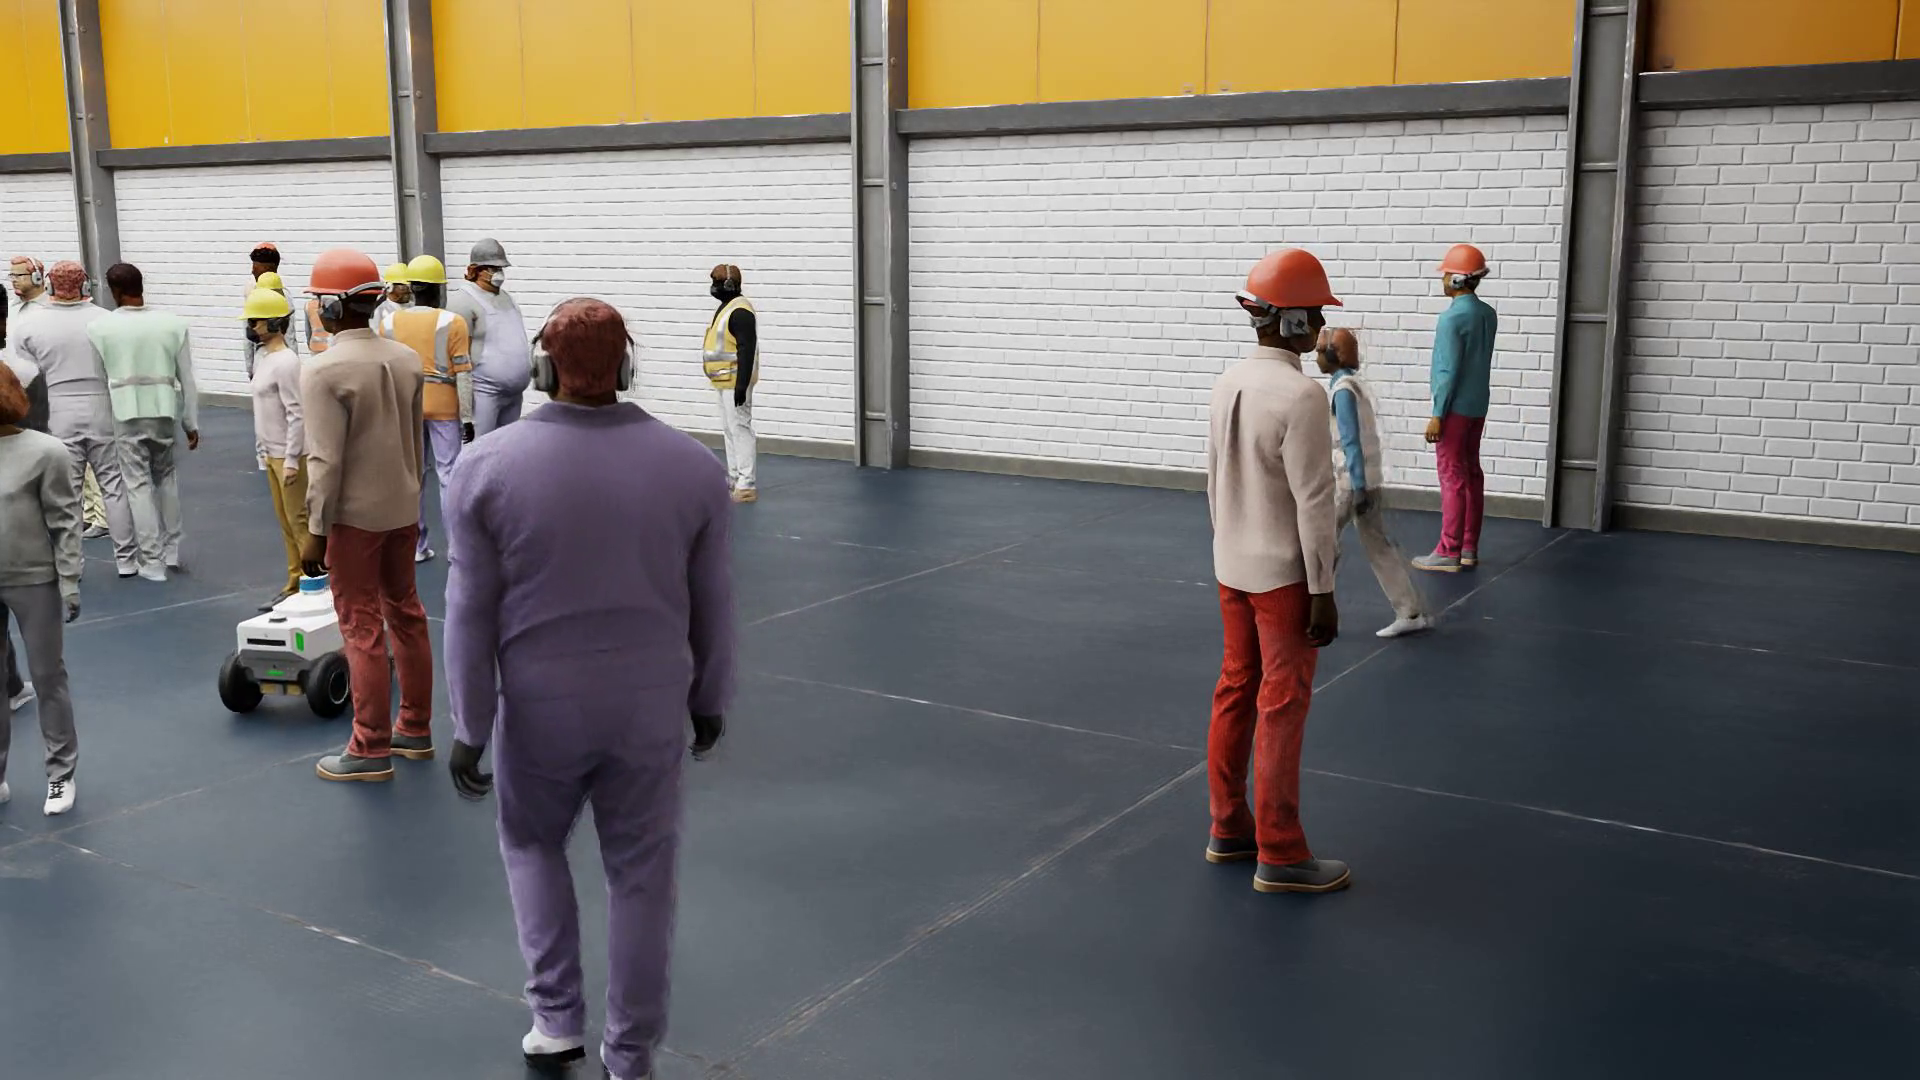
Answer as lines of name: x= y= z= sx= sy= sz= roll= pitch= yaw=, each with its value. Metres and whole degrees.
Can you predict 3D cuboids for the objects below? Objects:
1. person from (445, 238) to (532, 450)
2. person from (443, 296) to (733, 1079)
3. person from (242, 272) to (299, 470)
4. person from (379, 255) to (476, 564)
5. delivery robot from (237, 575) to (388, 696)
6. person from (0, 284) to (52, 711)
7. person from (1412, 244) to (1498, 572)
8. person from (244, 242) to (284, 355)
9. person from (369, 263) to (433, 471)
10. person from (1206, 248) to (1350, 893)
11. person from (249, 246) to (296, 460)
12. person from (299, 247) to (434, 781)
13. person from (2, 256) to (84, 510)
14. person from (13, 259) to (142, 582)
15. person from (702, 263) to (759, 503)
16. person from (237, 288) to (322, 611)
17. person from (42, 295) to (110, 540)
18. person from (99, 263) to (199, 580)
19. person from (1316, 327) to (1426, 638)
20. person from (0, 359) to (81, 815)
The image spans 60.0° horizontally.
person: x=-3.326 y=-1.139 z=11.939 sx=0.535 sy=2.000 sz=0.687 roll=4 pitch=11 yaw=20
person: x=-0.874 y=0.376 z=3.957 sx=0.681 sy=1.887 sz=0.546 roll=-4 pitch=11 yaw=-21
person: x=-6.057 y=-1.487 z=14.695 sx=0.492 sy=1.742 sz=0.324 roll=2 pitch=10 yaw=9
person: x=-3.312 y=-0.805 z=10.403 sx=0.589 sy=1.928 sz=0.384 roll=2 pitch=10 yaw=10
delivery robot: x=-2.828 y=0.396 z=7.294 sx=0.477 sy=0.478 sz=0.707 roll=2 pitch=10 yaw=12
person: x=-4.028 y=-0.141 z=6.890 sx=0.606 sy=1.863 sz=0.902 roll=0 pitch=10 yaw=3
person: x=3.053 y=-0.804 z=10.204 sx=0.375 sy=1.997 sz=0.611 roll=9 pitch=13 yaw=40
person: x=-7.071 y=-2.044 z=17.084 sx=0.611 sy=1.995 sz=0.375 roll=7 pitch=12 yaw=32
person: x=-4.859 y=-1.481 z=14.443 sx=0.403 sy=1.825 sz=0.594 roll=5 pitch=11 yaw=26
person: x=0.987 y=0.099 z=5.206 sx=0.376 sy=1.995 sz=0.612 roll=-4 pitch=11 yaw=-21
person: x=-6.214 y=-1.668 z=15.079 sx=0.361 sy=1.964 sz=0.613 roll=-8 pitch=13 yaw=-38
person: x=-2.242 y=-0.090 z=6.258 sx=0.378 sy=1.995 sz=0.609 roll=3 pitch=11 yaw=19
person: x=-6.796 y=-1.130 z=12.264 sx=0.651 sy=1.906 sz=0.403 roll=4 pitch=11 yaw=20
person: x=-5.216 y=-0.700 z=9.880 sx=0.639 sy=1.910 sz=0.406 roll=-6 pitch=12 yaw=-29
person: x=-1.776 y=-1.212 z=12.898 sx=0.429 sy=1.842 sz=0.632 roll=-4 pitch=11 yaw=-21
person: x=-3.631 y=-0.451 z=8.890 sx=0.330 sy=1.769 sz=0.526 roll=-7 pitch=12 yaw=-34
person: x=-5.994 y=-0.883 z=11.319 sx=0.329 sy=1.751 sz=0.570 roll=-9 pitch=13 yaw=-40
person: x=-4.964 y=-0.717 z=10.040 sx=0.597 sy=1.881 sz=0.713 roll=-9 pitch=14 yaw=-41
person: x=1.993 y=-0.286 z=8.476 sx=0.866 sy=1.577 sz=0.570 roll=4 pitch=11 yaw=20
person: x=-3.342 y=0.167 z=5.831 sx=0.499 sy=1.634 sz=0.285 roll=-1 pitch=10 yaw=-5
